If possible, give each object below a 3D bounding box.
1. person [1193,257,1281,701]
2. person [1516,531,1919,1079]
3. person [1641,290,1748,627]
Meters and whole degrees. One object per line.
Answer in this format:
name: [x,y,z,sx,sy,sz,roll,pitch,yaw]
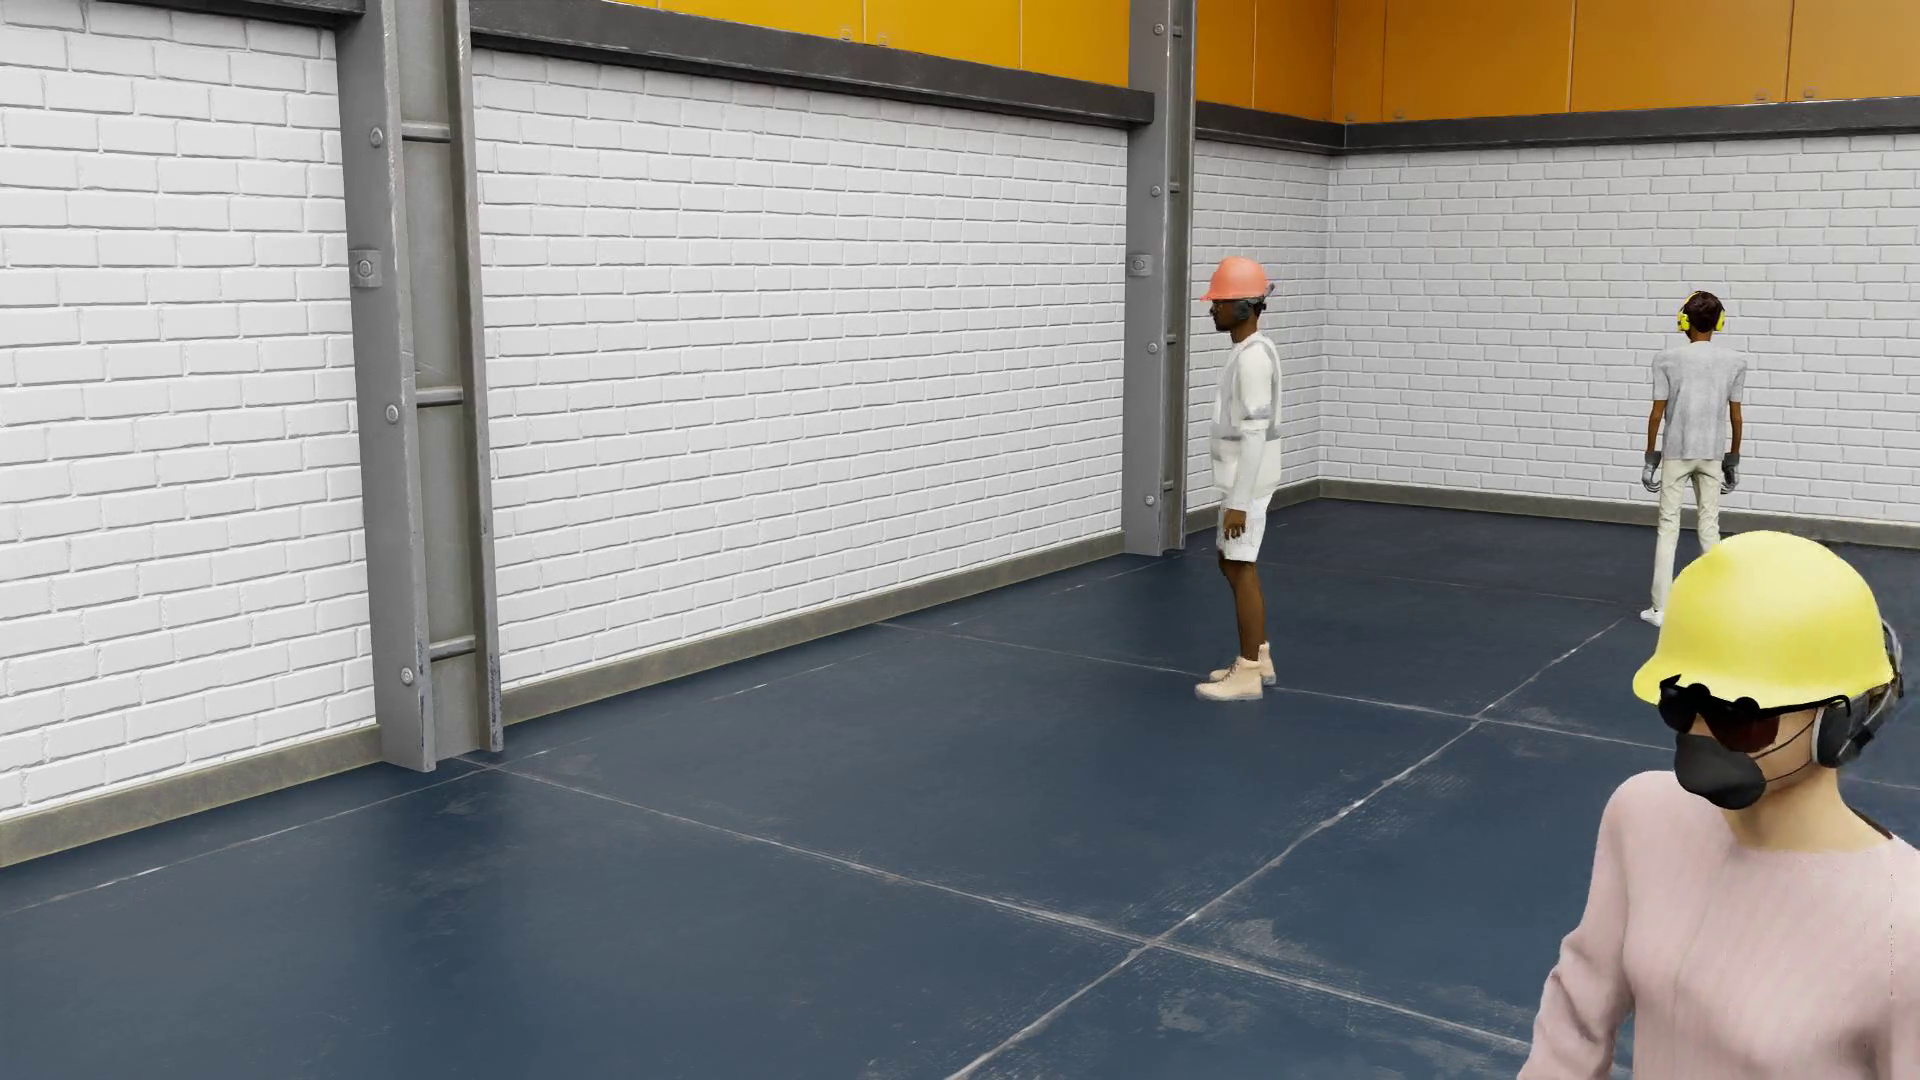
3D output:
person: [1.284,-0.261,7.641,0.439,2.035,0.641,1,10,6]
person: [0.810,0.853,1.873,0.761,1.740,0.546,-2,10,-14]
person: [4.042,-0.437,9.190,0.513,1.861,0.321,2,10,9]
